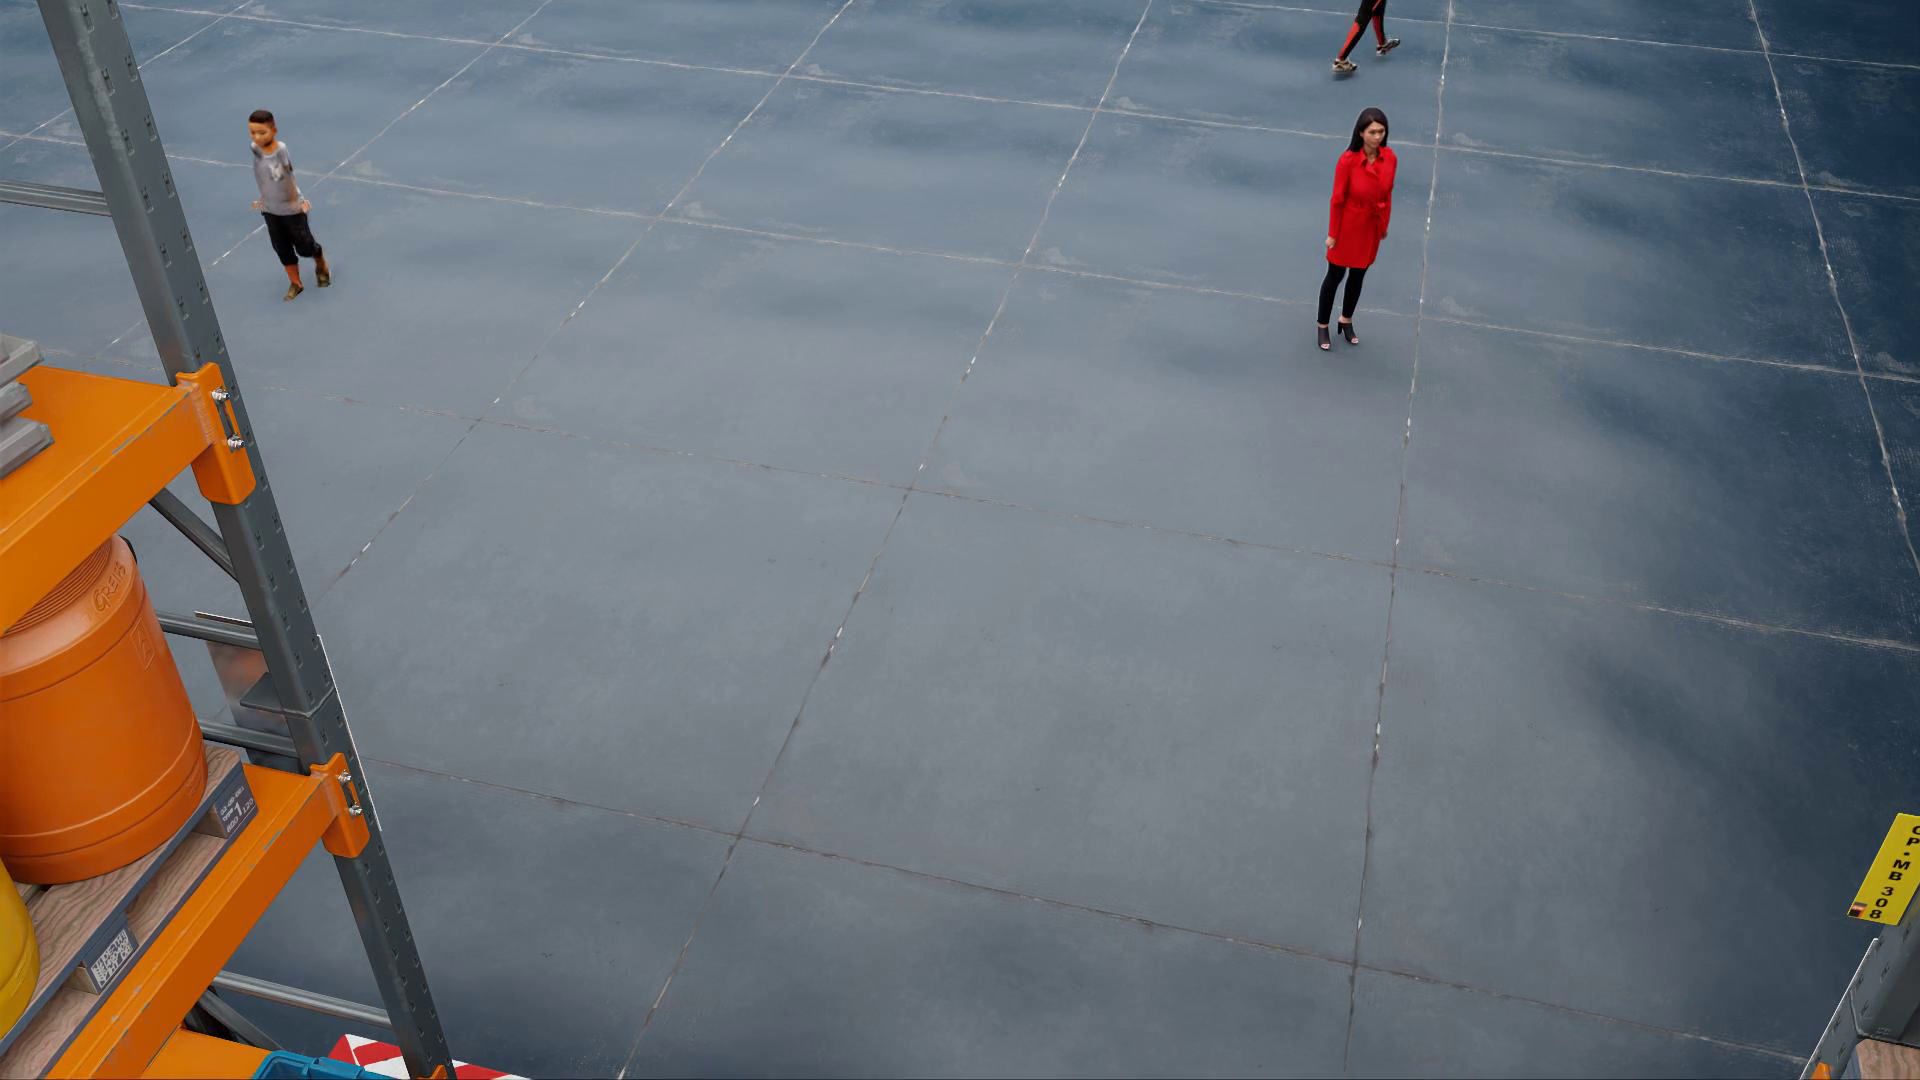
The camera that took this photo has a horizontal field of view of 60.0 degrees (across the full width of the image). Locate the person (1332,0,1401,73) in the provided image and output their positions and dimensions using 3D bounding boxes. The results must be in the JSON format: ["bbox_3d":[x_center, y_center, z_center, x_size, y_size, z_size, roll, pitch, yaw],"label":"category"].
[{"bbox_3d":[3.763,-5.140,15.212,1.228,1.761,1.151,-21,43,-24],"label":"person"}]

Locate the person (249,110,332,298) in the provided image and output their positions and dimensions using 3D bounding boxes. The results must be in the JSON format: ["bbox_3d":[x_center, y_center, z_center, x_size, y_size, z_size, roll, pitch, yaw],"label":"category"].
[{"bbox_3d":[-4.918,-2.502,12.093,0.598,1.450,0.673,7,39,9],"label":"person"}]

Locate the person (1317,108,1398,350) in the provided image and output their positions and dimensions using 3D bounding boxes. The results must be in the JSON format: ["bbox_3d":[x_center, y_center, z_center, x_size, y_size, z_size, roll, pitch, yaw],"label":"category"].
[{"bbox_3d":[2.705,-2.115,11.357,0.734,1.748,0.770,-11,39,-13],"label":"person"}]
